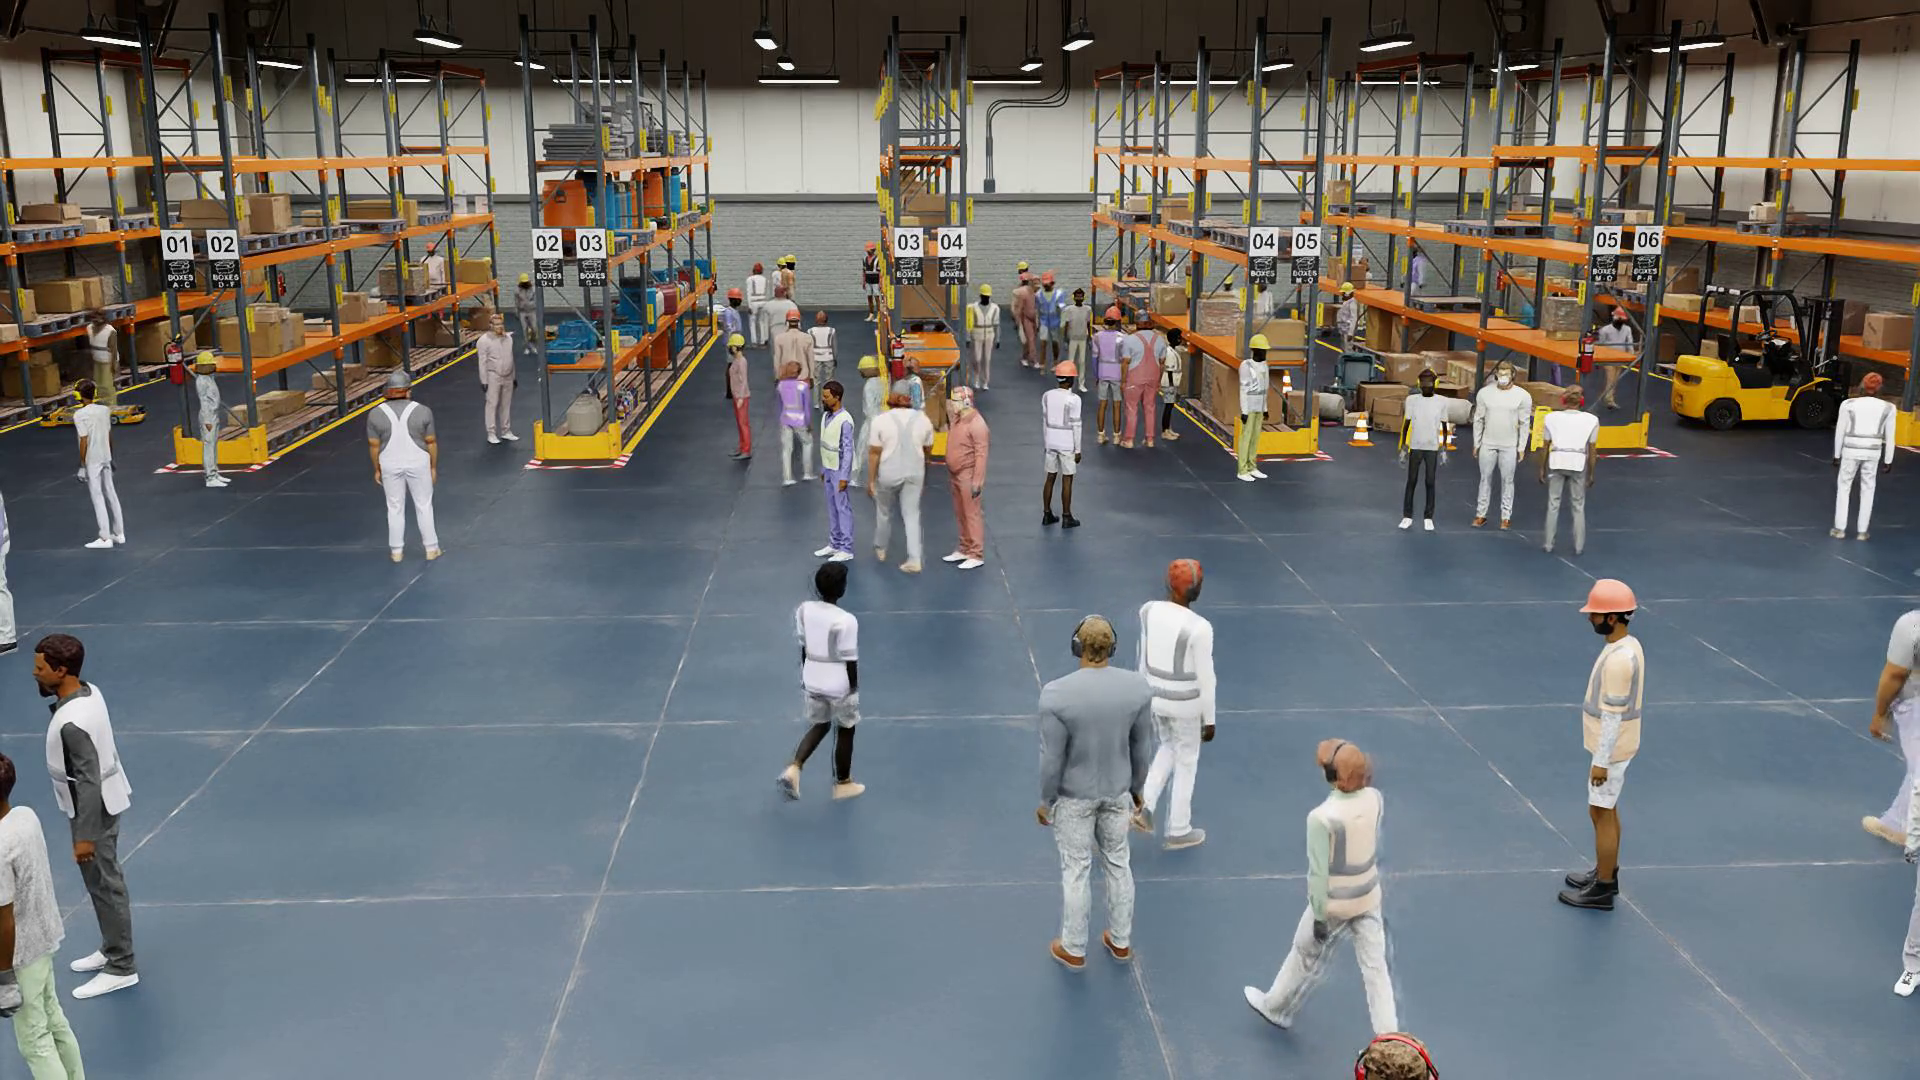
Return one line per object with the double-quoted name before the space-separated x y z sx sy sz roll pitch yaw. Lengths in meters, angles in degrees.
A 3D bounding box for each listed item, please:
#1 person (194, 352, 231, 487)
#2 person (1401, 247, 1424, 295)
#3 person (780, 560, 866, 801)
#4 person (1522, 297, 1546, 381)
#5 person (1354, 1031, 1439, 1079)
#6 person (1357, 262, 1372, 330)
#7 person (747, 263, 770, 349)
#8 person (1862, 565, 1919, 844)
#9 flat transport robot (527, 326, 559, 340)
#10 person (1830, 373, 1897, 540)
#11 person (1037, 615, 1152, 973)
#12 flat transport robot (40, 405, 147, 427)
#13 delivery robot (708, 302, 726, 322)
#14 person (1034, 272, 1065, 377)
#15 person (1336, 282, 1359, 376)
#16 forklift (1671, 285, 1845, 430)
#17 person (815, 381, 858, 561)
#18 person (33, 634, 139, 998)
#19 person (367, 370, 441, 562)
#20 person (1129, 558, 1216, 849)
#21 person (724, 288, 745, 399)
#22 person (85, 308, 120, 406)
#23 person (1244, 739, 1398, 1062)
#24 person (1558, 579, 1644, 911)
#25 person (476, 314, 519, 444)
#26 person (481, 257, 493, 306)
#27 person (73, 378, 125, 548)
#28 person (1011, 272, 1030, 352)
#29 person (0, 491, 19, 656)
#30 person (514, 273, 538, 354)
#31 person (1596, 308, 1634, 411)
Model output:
"person" -9.699 -1.567 21.544 0.294 1.744 0.486 -3 14 -13
"person" 11.765 -6.721 43.257 0.894 1.809 0.630 -7 15 -29
"person" -0.892 0.958 10.975 0.540 1.676 0.570 11 17 39
"person" 10.813 -3.814 31.064 0.596 1.731 0.554 -2 13 -7
"person" 1.278 2.298 4.979 0.560 1.837 0.392 5 14 22
"person" 9.685 -5.864 39.979 0.499 1.635 0.281 -9 16 -35
"person" -4.381 -5.118 36.338 0.599 1.855 0.481 -9 16 -33
"person" 5.907 1.005 10.010 0.689 2.000 1.029 -3 14 -12
"flat transport robot" -9.606 -4.782 38.316 0.652 0.197 1.431 -2 13 -8
"person" 10.081 -0.931 18.566 0.593 1.875 0.369 5 14 19
"person" 0.705 1.339 8.814 0.635 1.937 0.352 -4 14 -18
"flat transport robot" -13.784 -1.984 26.465 1.431 0.197 0.652 -4 14 -18
"delivery robot" -5.993 -5.651 41.191 0.477 0.478 0.707 -6 15 -25
"person" 1.736 -4.184 32.123 0.615 1.997 1.038 2 13 9
"person" 7.317 -3.954 31.476 0.403 1.825 0.601 0 13 0
"forklift" 12.503 -2.886 26.166 2.313 2.155 1.214 -1 13 -3
"person" -1.304 -0.734 17.642 0.392 1.919 0.591 -7 15 -28
"person" -4.492 1.404 8.587 0.398 1.918 0.588 -6 15 -24
"person" -5.878 -0.793 17.627 0.678 2.000 0.536 -3 14 -11
"person" 1.337 1.023 10.297 0.459 1.869 0.609 -10 17 -37
"person" -3.922 -3.435 29.052 0.378 1.933 0.553 2 13 8
"person" -13.908 -2.872 26.955 0.736 1.799 0.410 6 15 24
"person" 1.795 1.713 7.976 0.515 1.590 0.897 -9 16 -33
"person" 3.702 1.169 9.573 0.386 1.924 0.548 6 14 23
"person" -6.832 -2.393 24.695 0.401 1.907 0.648 9 16 33
"person" -11.315 -5.896 39.875 0.375 1.755 0.540 -9 16 -33
"person" -9.458 -0.837 18.191 0.327 1.865 0.514 3 14 13
"person" 1.377 -4.807 35.322 0.559 1.727 0.740 -2 13 -10
"person" -8.410 0.091 14.322 0.403 1.835 0.588 -12 18 -41
"person" -9.151 -4.773 35.160 0.502 1.728 0.516 -4 14 -16
"person" 10.991 -3.029 27.843 0.587 1.704 0.738 -4 14 -15
